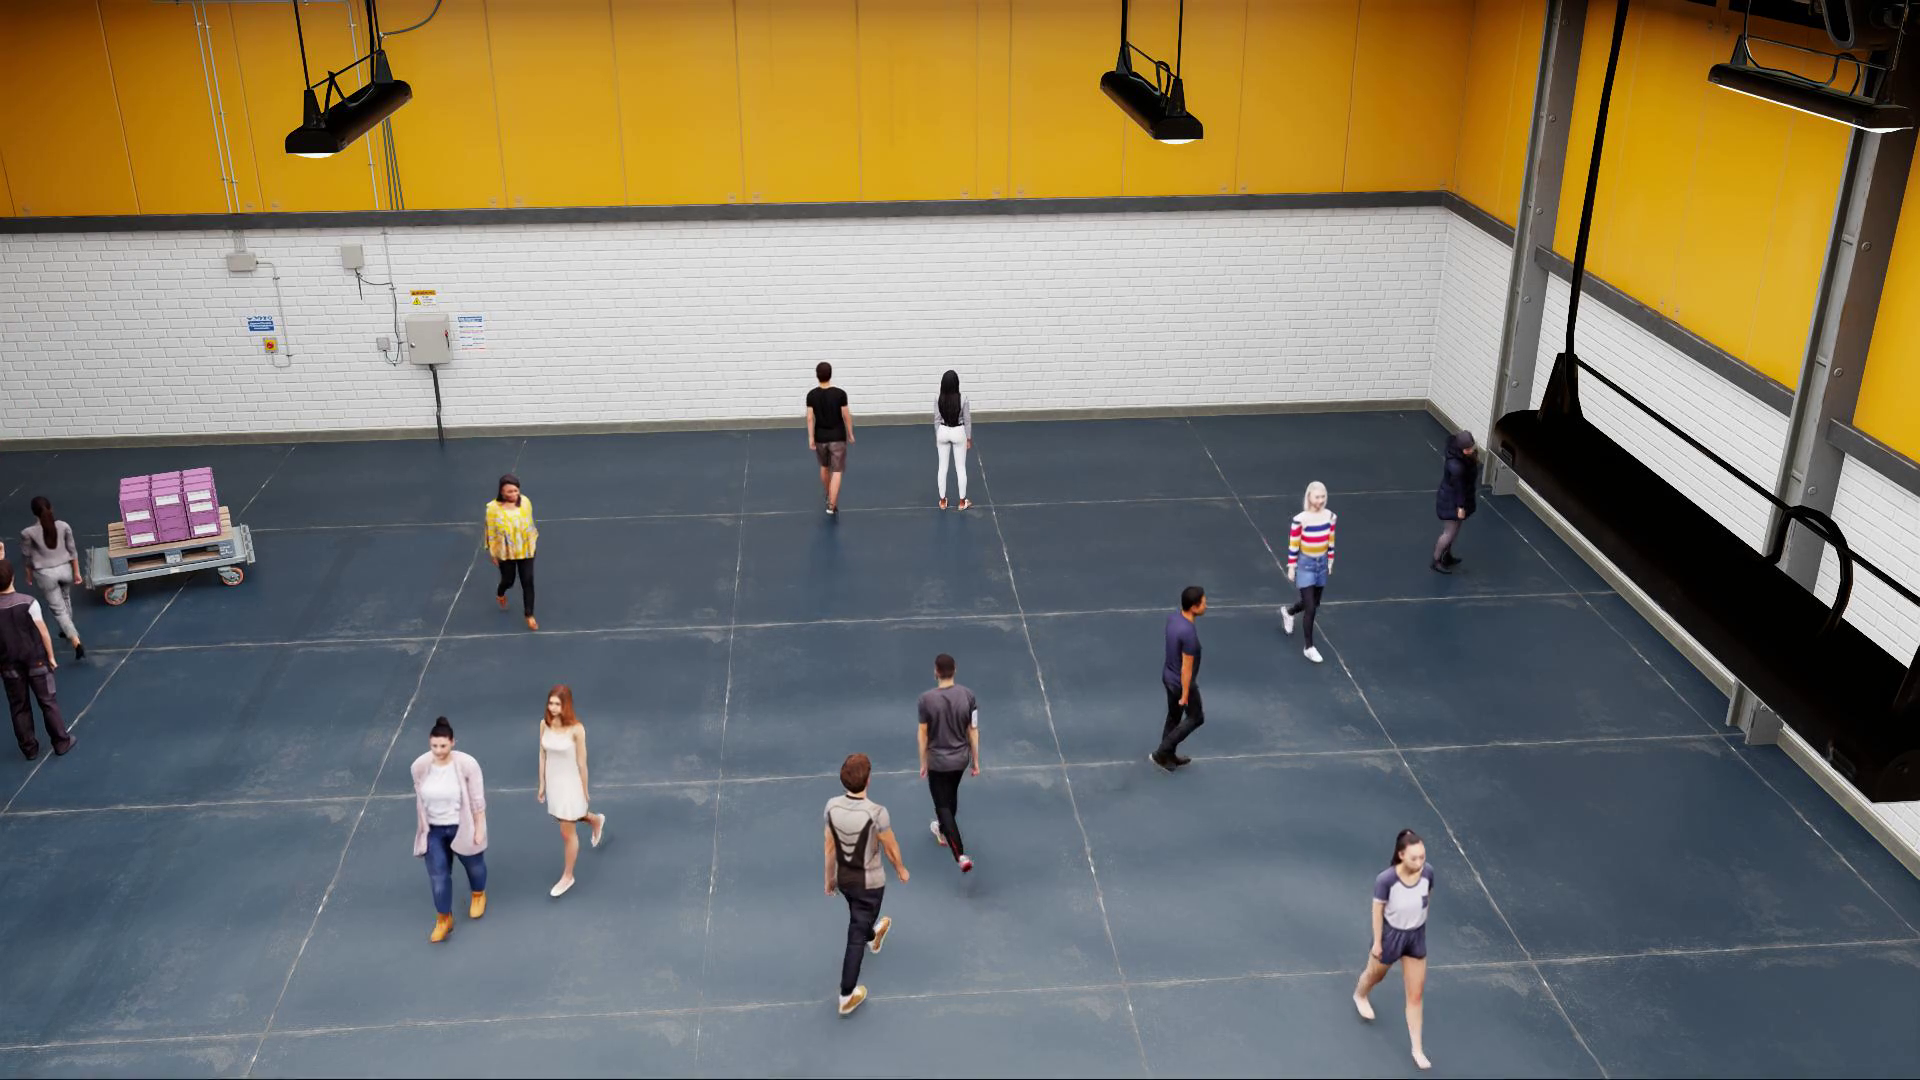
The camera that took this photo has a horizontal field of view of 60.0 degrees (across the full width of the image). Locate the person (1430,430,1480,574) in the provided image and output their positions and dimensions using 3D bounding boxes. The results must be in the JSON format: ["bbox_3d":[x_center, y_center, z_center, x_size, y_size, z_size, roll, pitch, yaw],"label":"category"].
[{"bbox_3d":[5.394,-0.459,18.092,0.833,1.660,0.702,0,24,-1],"label":"person"}]

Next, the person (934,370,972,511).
[{"bbox_3d":[-0.093,-1.196,19.698,0.648,1.725,0.622,5,24,11],"label":"person"}]

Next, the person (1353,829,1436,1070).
[{"bbox_3d":[2.872,2.630,11.097,0.697,1.603,1.083,-5,24,-11],"label":"person"}]

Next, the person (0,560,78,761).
[{"bbox_3d":[-8.126,1.041,14.427,0.677,1.848,0.623,-6,24,-13],"label":"person"}]

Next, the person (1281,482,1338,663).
[{"bbox_3d":[3.395,0.258,16.293,0.851,1.788,1.121,-9,25,-20],"label":"person"}]

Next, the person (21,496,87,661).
[{"bbox_3d":[-8.764,0.409,16.136,1.128,1.636,1.057,19,30,37],"label":"person"}]

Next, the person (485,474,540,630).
[{"bbox_3d":[-4.553,0.092,16.861,0.977,1.636,1.101,-16,28,-33],"label":"person"}]

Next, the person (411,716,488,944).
[{"bbox_3d":[-3.715,2.044,12.289,0.744,1.722,0.878,0,24,1],"label":"person"}]

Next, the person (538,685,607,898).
[{"bbox_3d":[-2.995,1.839,12.794,0.919,1.692,1.104,12,26,25],"label":"person"}]

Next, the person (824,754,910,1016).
[{"bbox_3d":[-0.719,2.387,11.355,1.059,1.842,1.275,11,26,24],"label":"person"}]

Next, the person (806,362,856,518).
[{"bbox_3d":[-1.523,-1.161,19.474,0.879,1.839,1.225,4,24,9],"label":"person"}]

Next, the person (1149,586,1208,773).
[{"bbox_3d":[1.791,1.209,14.134,0.799,1.774,0.704,-8,25,-17],"label":"person"}]

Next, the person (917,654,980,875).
[{"bbox_3d":[-0.068,1.779,12.897,0.858,1.721,1.202,-8,25,-18],"label":"person"}]
